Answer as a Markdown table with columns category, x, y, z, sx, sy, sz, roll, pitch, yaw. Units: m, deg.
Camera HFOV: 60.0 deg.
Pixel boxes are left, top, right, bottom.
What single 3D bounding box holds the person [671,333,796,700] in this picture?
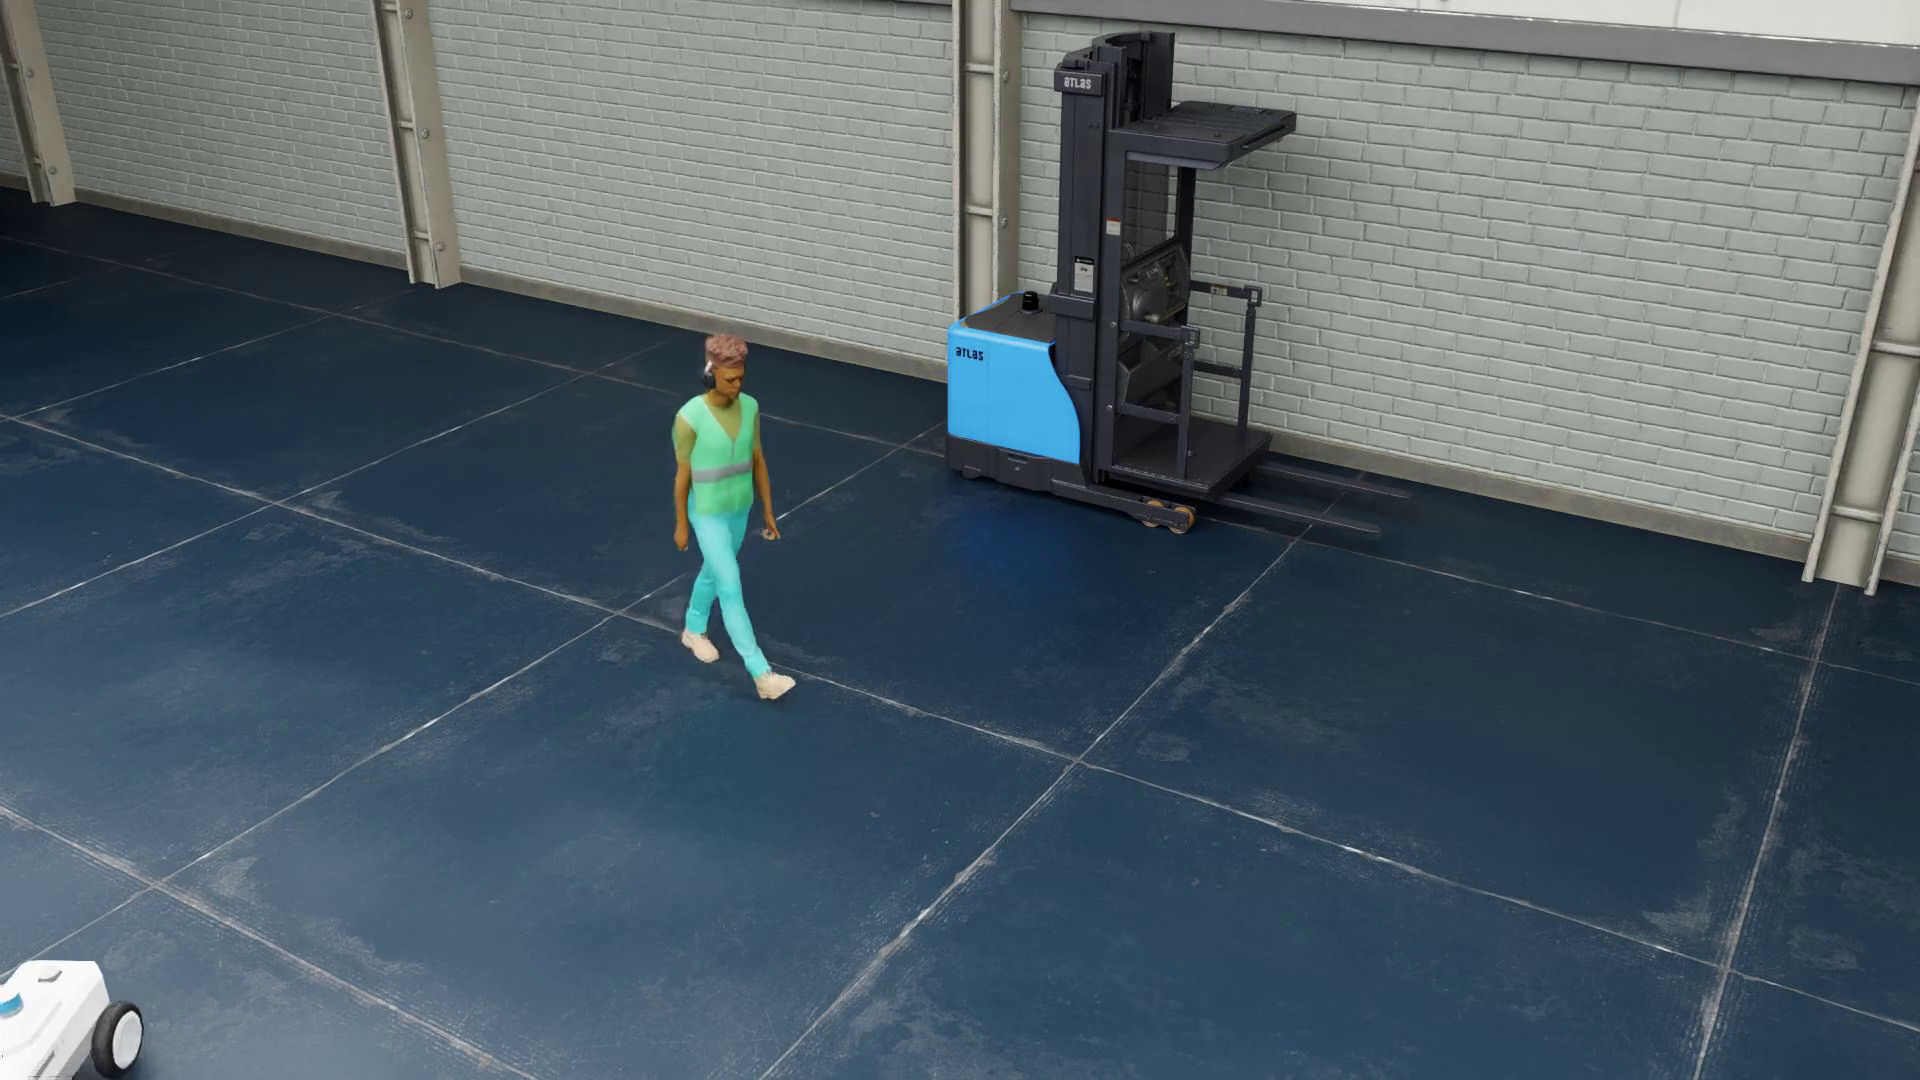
| category | x | y | z | sx | sy | sz | roll | pitch | yaw |
| --- | --- | --- | --- | --- | --- | --- | --- | --- | --- |
| person | -1.196 | -0.139 | 8.619 | 1.056 | 1.912 | 0.503 | 23 | 33 | 39 |

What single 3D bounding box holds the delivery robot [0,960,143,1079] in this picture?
| category | x | y | z | sx | sy | sz | roll | pitch | yaw |
| --- | --- | --- | --- | --- | --- | --- | --- | --- | --- |
| delivery robot | -3.369 | 1.848 | 5.984 | 0.499 | 0.568 | 0.747 | 1 | 25 | 1 |

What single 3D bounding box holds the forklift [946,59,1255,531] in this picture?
| category | x | y | z | sx | sy | sz | roll | pitch | yaw |
| --- | --- | --- | --- | --- | --- | --- | --- | --- | --- |
| forklift | 0.933 | -1.707 | 10.833 | 1.873 | 2.768 | 1.129 | 15 | 29 | 28 |
